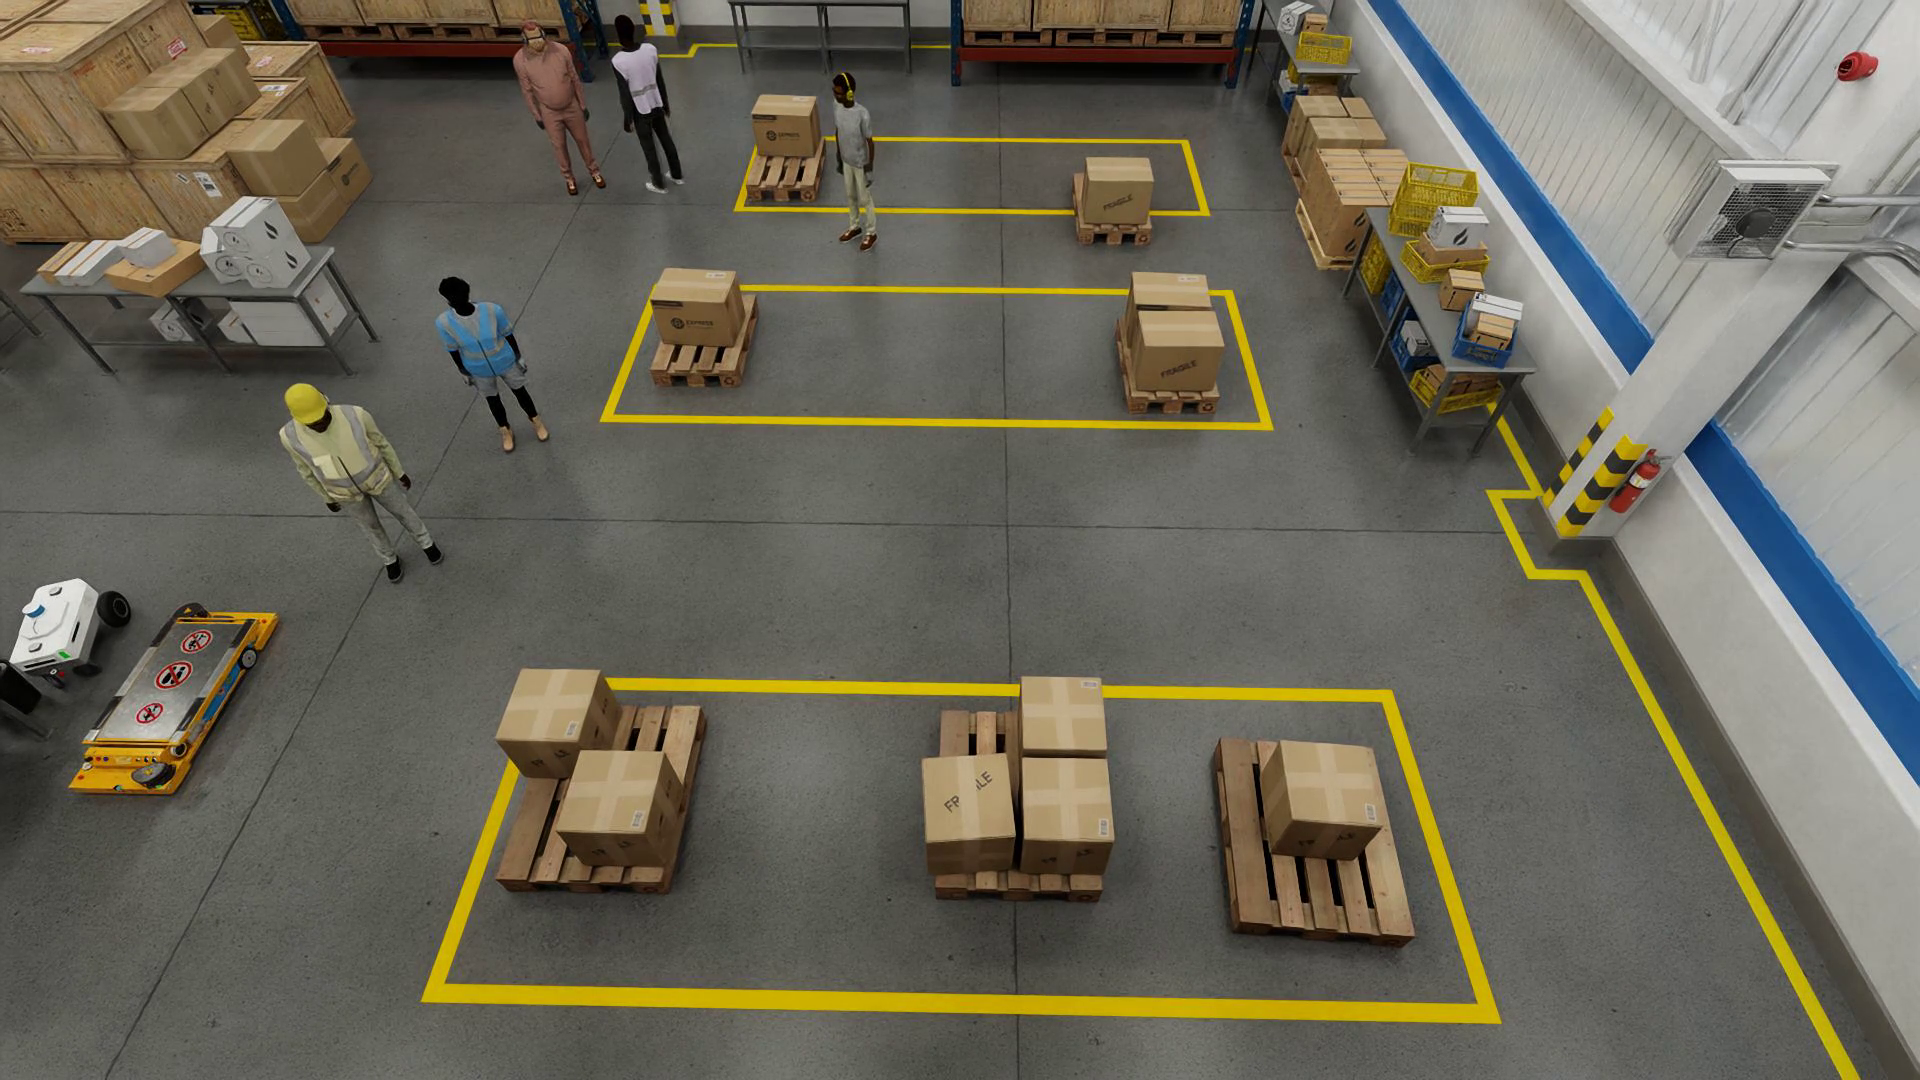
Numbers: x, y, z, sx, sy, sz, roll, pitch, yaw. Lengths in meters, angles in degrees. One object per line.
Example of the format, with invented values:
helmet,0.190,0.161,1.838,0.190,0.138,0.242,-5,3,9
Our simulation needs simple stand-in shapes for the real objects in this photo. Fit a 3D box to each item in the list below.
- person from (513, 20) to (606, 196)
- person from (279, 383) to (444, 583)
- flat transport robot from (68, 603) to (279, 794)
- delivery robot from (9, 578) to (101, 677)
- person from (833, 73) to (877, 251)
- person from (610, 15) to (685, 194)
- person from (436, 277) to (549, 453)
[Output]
person,-4.566,-4.908,10.447,0.631,1.899,0.404,-22,53,-18
person,-4.371,-0.419,6.691,0.588,1.827,0.403,-27,55,-21
flat transport robot,-5.504,1.072,6.442,0.652,0.197,1.431,1,50,1
delivery robot,-6.482,0.627,6.574,0.477,0.478,0.707,-15,51,-12
person,-1.116,-3.966,9.671,0.516,1.861,0.325,32,57,24
person,-3.581,-4.928,10.463,0.402,1.906,0.634,29,56,23
person,-3.909,-1.460,7.656,0.540,1.695,0.317,-21,53,-17
